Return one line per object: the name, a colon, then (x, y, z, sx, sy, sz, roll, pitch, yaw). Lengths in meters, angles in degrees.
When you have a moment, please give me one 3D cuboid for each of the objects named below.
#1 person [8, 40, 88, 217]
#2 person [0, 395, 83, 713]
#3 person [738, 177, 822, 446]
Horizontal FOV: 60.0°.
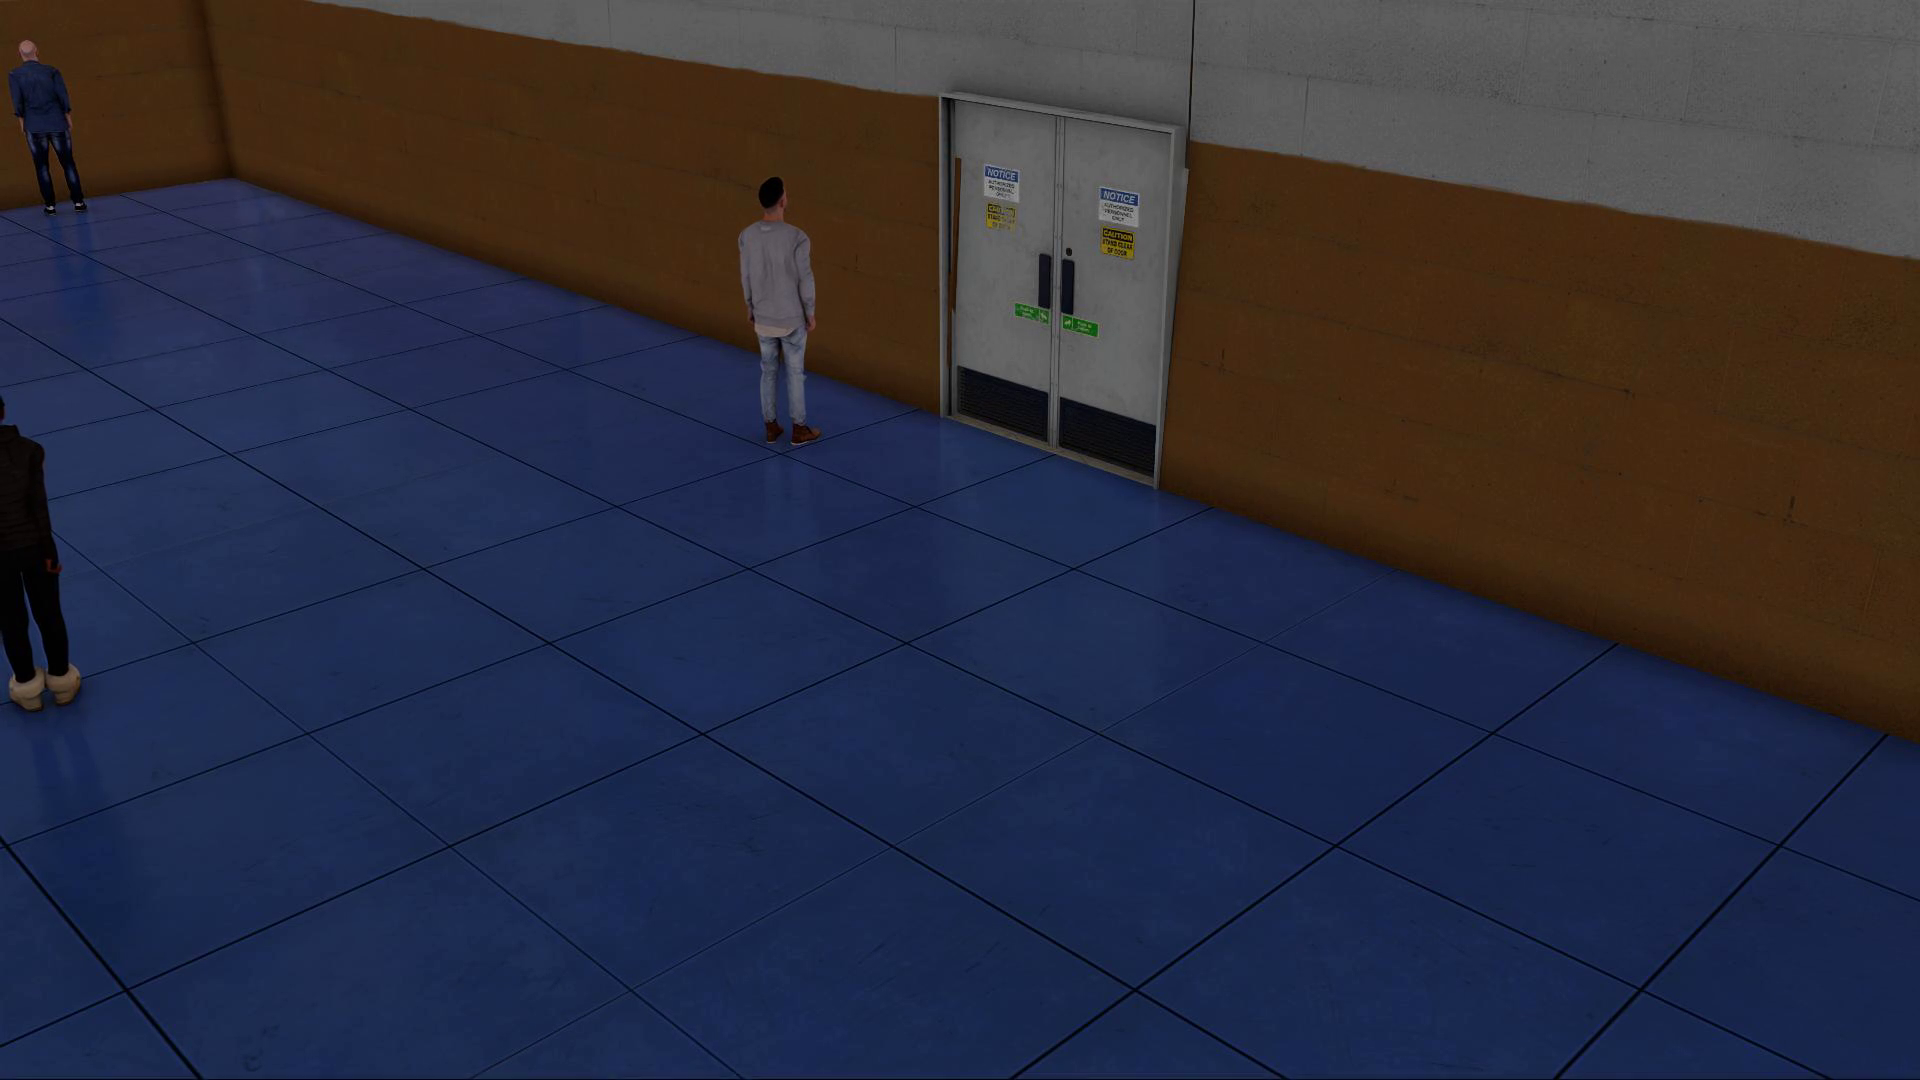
person: (-9.809, -4.424, 17.860, 0.627, 1.826, 0.828, -13, 27, -27)
person: (-4.438, 0.057, 7.824, 0.670, 1.662, 0.618, 9, 25, 19)
person: (-1.216, -1.543, 11.257, 0.765, 1.841, 0.740, 8, 25, 17)
